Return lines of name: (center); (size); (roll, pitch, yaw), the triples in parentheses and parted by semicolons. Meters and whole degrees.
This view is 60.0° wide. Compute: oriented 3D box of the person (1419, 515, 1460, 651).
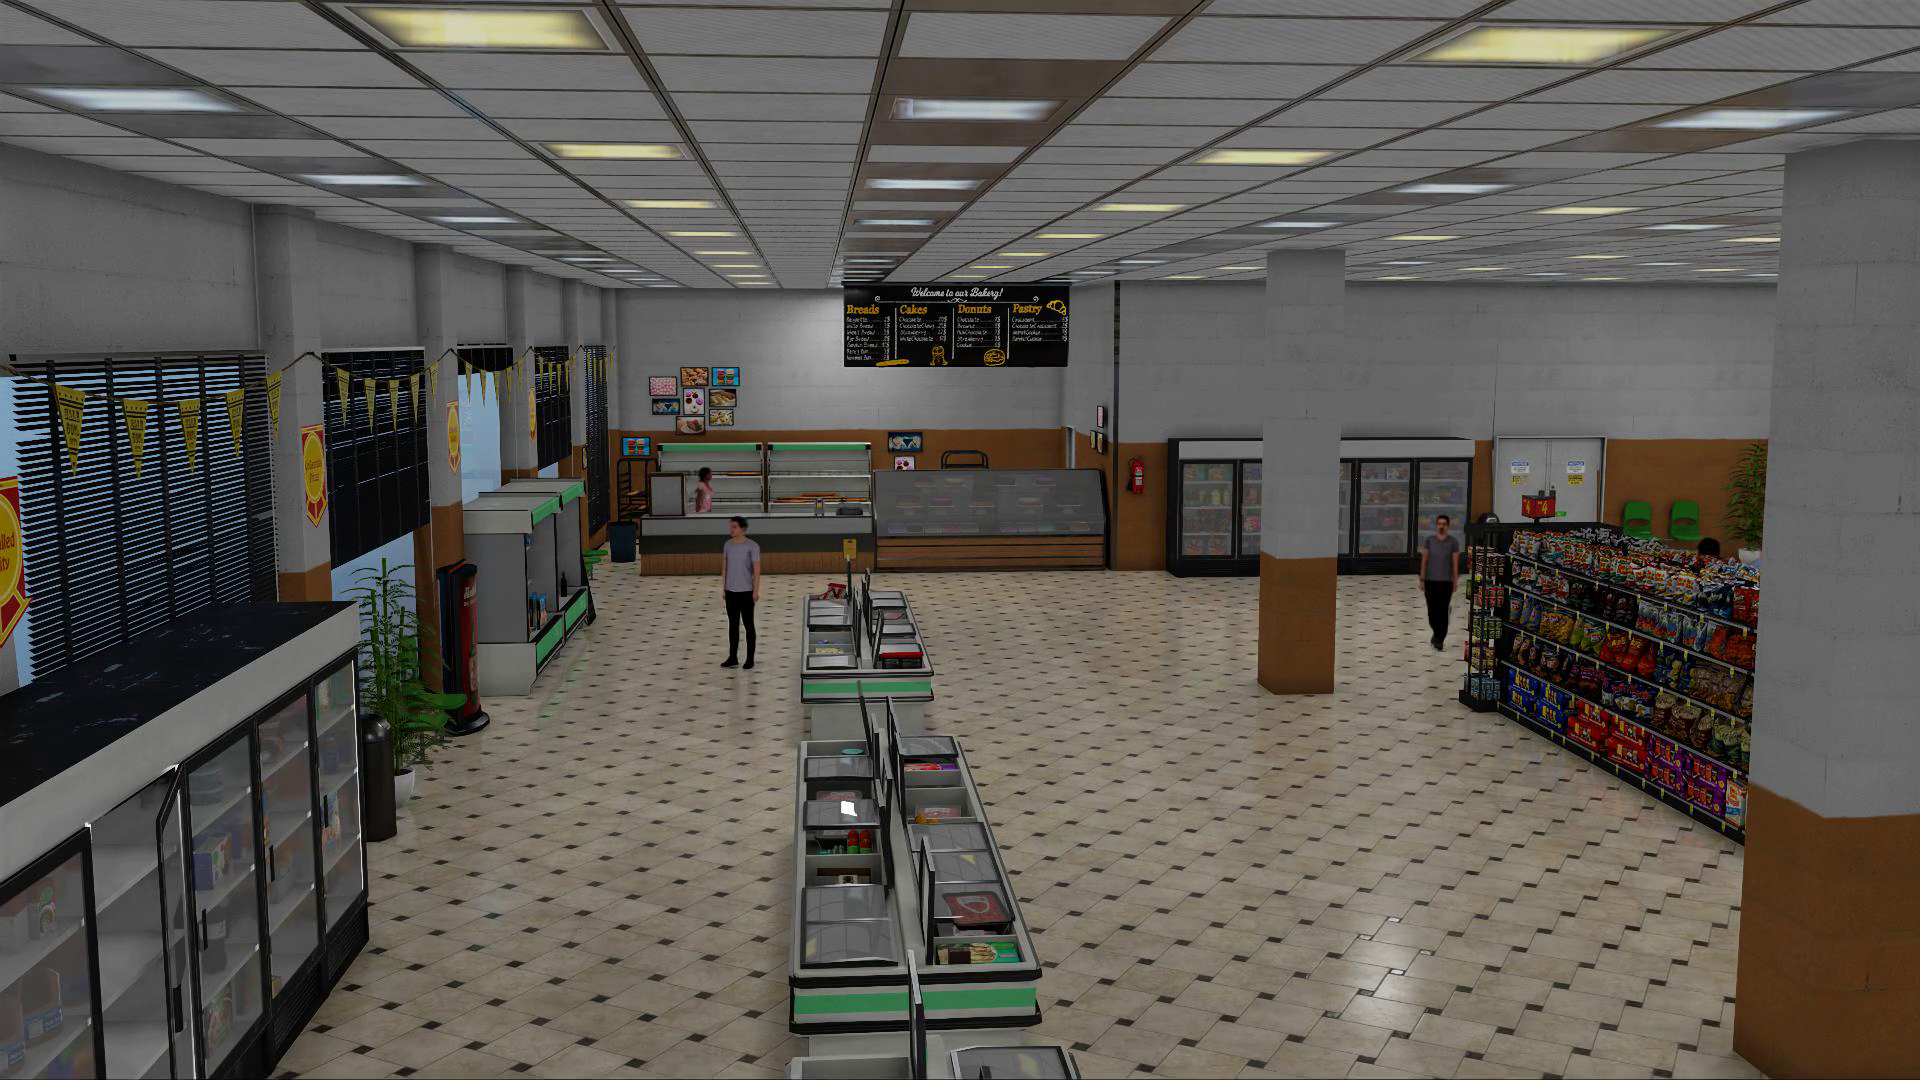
person: (6.236, 0.550, 21.648); (1.028, 1.715, 1.228); (4, 8, 27)

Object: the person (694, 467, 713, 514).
person: (-4.705, -0.431, 29.823); (0.742, 1.700, 0.939); (1, 7, 11)

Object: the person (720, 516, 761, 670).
person: (-2.680, 0.628, 20.382); (0.737, 1.864, 0.724); (3, 8, 23)
